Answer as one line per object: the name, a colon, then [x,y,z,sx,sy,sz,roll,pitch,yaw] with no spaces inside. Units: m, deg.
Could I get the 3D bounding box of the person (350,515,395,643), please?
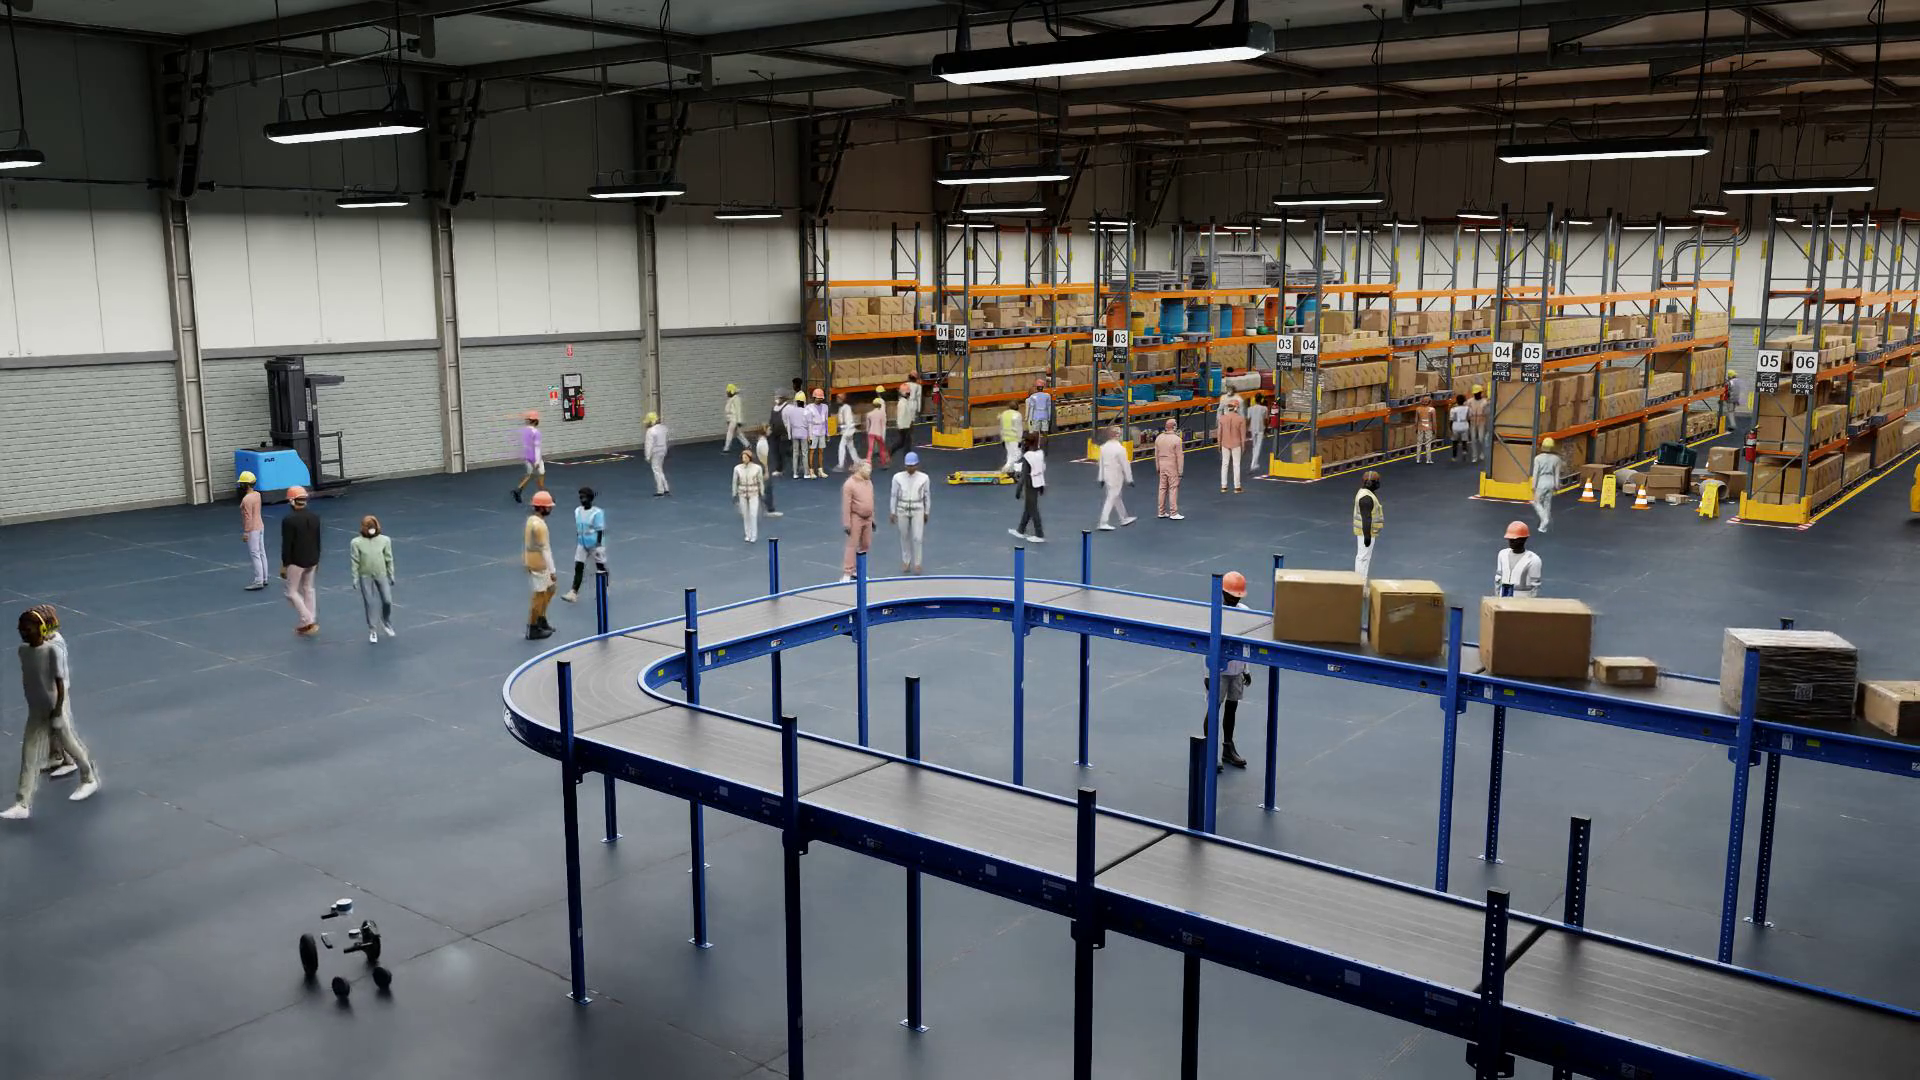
person: [-7.543,0.493,20.109,0.522,1.631,0.351,-5,11,-25]

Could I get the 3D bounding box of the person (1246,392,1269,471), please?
person: [6.950,-2.541,36.629,0.499,1.833,0.880,5,11,28]

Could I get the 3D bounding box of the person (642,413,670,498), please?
person: [-6.309,-1.752,32.314,0.405,1.781,0.651,3,11,18]

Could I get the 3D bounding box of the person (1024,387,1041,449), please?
person: [1.904,-3.176,40.740,0.498,1.633,0.279,-6,12,-31]

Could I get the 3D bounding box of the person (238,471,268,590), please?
person: [-10.551,-0.145,23.310,0.313,1.769,0.523,-1,10,-6]

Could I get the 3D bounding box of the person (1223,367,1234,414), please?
person: [8.210,-4.440,47.679,0.540,1.695,0.317,5,11,25]

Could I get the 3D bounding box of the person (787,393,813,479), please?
person: [-3.585,-2.337,35.194,0.593,1.925,0.384,2,10,13]

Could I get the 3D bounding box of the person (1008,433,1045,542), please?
person: [1.148,-0.923,27.335,0.809,1.885,0.620,5,11,28]

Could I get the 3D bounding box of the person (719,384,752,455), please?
person: [-5.712,-3.089,39.810,0.896,1.799,0.607,-5,11,-25]

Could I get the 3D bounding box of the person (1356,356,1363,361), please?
person: [13.887,-5.689,54.417,0.588,1.790,0.955,9,14,42]

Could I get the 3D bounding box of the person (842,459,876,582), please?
person: [-1.573,-0.289,23.864,0.424,1.870,0.815,8,13,38]

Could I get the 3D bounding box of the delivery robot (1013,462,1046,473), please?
delivery robot: [1.546,-1.597,34.747,0.707,0.478,0.477,0,10,-3]

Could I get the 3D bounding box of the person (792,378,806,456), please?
person: [-4.056,-3.114,39.456,0.361,1.962,0.614,-2,10,-12]

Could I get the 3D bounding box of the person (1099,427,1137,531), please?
person: [2.919,-1.117,28.518,0.971,1.862,0.649,-5,11,-26]

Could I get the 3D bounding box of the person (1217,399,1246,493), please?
person: [5.754,-1.997,33.124,0.612,1.982,0.409,5,11,26]

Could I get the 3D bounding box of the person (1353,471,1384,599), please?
person: [5.948,-0.093,22.805,0.429,1.841,0.634,2,10,13]

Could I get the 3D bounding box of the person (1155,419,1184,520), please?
person: [4.002,-1.344,29.668,0.408,1.905,0.652,-9,13,-41]

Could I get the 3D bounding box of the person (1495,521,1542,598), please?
person: [6.330,0.739,17.852,0.377,1.938,0.547,-8,13,-37]

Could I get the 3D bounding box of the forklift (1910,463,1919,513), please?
forklift: [19.034,-1.348,28.998,2.313,2.155,1.214,8,13,37]

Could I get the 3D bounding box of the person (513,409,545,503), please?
person: [-8.601,-1.657,31.394,0.552,1.923,0.725,8,13,37]

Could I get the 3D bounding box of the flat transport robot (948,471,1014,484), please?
flat transport robot: [0.457,-1.391,34.651,1.431,0.197,0.652,0,10,-1]

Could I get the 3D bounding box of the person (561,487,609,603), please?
person: [-5.337,0.084,22.307,0.552,1.648,0.843,5,11,27]

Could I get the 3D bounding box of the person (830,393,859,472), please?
person: [-2.694,-2.491,36.295,0.900,1.829,0.684,-4,11,-22]

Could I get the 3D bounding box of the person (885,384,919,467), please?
person: [-1.396,-2.721,37.228,0.741,1.974,0.621,0,10,-1]

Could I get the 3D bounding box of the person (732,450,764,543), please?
person: [-3.691,-0.740,27.111,0.545,1.604,0.770,1,10,5]

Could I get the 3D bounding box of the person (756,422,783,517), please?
person: [-3.777,-1.330,29.811,0.705,1.831,0.522,-1,10,-6]

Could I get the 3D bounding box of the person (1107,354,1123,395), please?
person: [5.010,-5.120,51.000,1.011,1.890,0.641,-10,14,-44]

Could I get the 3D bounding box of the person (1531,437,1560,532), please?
person: [10.542,-0.985,28.138,0.496,1.725,0.440,-1,10,-6]

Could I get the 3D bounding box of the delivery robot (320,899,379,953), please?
delivery robot: [-4.174,2.558,10.617,0.335,0.223,0.698,-7,12,-33]

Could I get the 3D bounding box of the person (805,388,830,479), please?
person: [-3.197,-2.398,35.238,0.605,2.036,0.383,-8,13,-38]

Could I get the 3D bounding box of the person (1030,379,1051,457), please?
person: [2.012,-3.065,39.249,0.544,1.943,0.347,-1,10,-8]

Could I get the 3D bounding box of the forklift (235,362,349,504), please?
forklift: [-13.803,-2.244,32.110,1.129,2.768,1.873,8,13,37]

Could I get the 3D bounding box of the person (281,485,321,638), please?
person: [-8.558,0.278,20.312,0.450,1.986,0.678,4,11,19]

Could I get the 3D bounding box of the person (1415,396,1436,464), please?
person: [11.232,-2.649,37.767,0.511,1.638,0.307,7,12,35]

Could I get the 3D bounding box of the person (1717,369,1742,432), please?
person: [22.145,-4.000,44.901,0.606,1.800,0.592,-6,12,-30]

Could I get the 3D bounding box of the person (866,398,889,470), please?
person: [-1.962,-2.443,36.385,0.531,1.716,0.924,4,11,20]

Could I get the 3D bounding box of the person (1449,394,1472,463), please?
person: [12.102,-2.691,37.853,0.552,1.678,0.522,1,10,6]

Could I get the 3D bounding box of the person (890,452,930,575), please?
person: [-0.781,-0.405,24.370,0.627,1.909,0.928,0,10,1]

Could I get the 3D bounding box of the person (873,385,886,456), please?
person: [-2.009,-3.007,39.409,0.308,1.772,0.526,-6,12,-29]

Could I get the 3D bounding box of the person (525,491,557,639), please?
person: [-5.394,0.321,20.245,0.536,1.917,0.578,-5,11,-27]

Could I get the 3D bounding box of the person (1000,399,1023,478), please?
person: [1.131,-2.242,34.936,0.560,1.825,0.635,-9,14,-42]

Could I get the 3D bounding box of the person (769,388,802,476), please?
person: [-4.040,-2.459,35.680,0.673,2.000,0.691,-9,13,-40]

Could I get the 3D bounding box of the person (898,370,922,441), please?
person: [-1.324,-3.518,41.653,0.646,1.997,0.661,0,10,1]

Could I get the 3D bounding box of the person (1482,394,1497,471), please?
person: [12.223,-2.463,35.985,0.482,1.897,0.655,0,10,1]

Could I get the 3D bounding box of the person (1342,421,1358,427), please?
person: [11.677,-4.358,46.503,0.380,1.951,0.605,-4,11,-23]

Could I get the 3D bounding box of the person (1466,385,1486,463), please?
person: [12.593,-2.834,38.069,0.595,1.900,0.441,5,11,28]

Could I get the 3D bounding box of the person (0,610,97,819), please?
person: [-8.103,1.511,13.847,0.520,1.821,1.003,2,10,13]

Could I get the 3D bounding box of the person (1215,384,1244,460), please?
person: [6.635,-2.890,38.461,0.637,1.888,1.036,9,13,41]

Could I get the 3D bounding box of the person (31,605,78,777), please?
person: [-8.635,1.417,14.876,0.513,1.641,0.307,8,13,40]

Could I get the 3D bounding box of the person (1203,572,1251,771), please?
person: [2.578,1.246,15.028,0.543,1.928,0.373,-6,12,-29]
